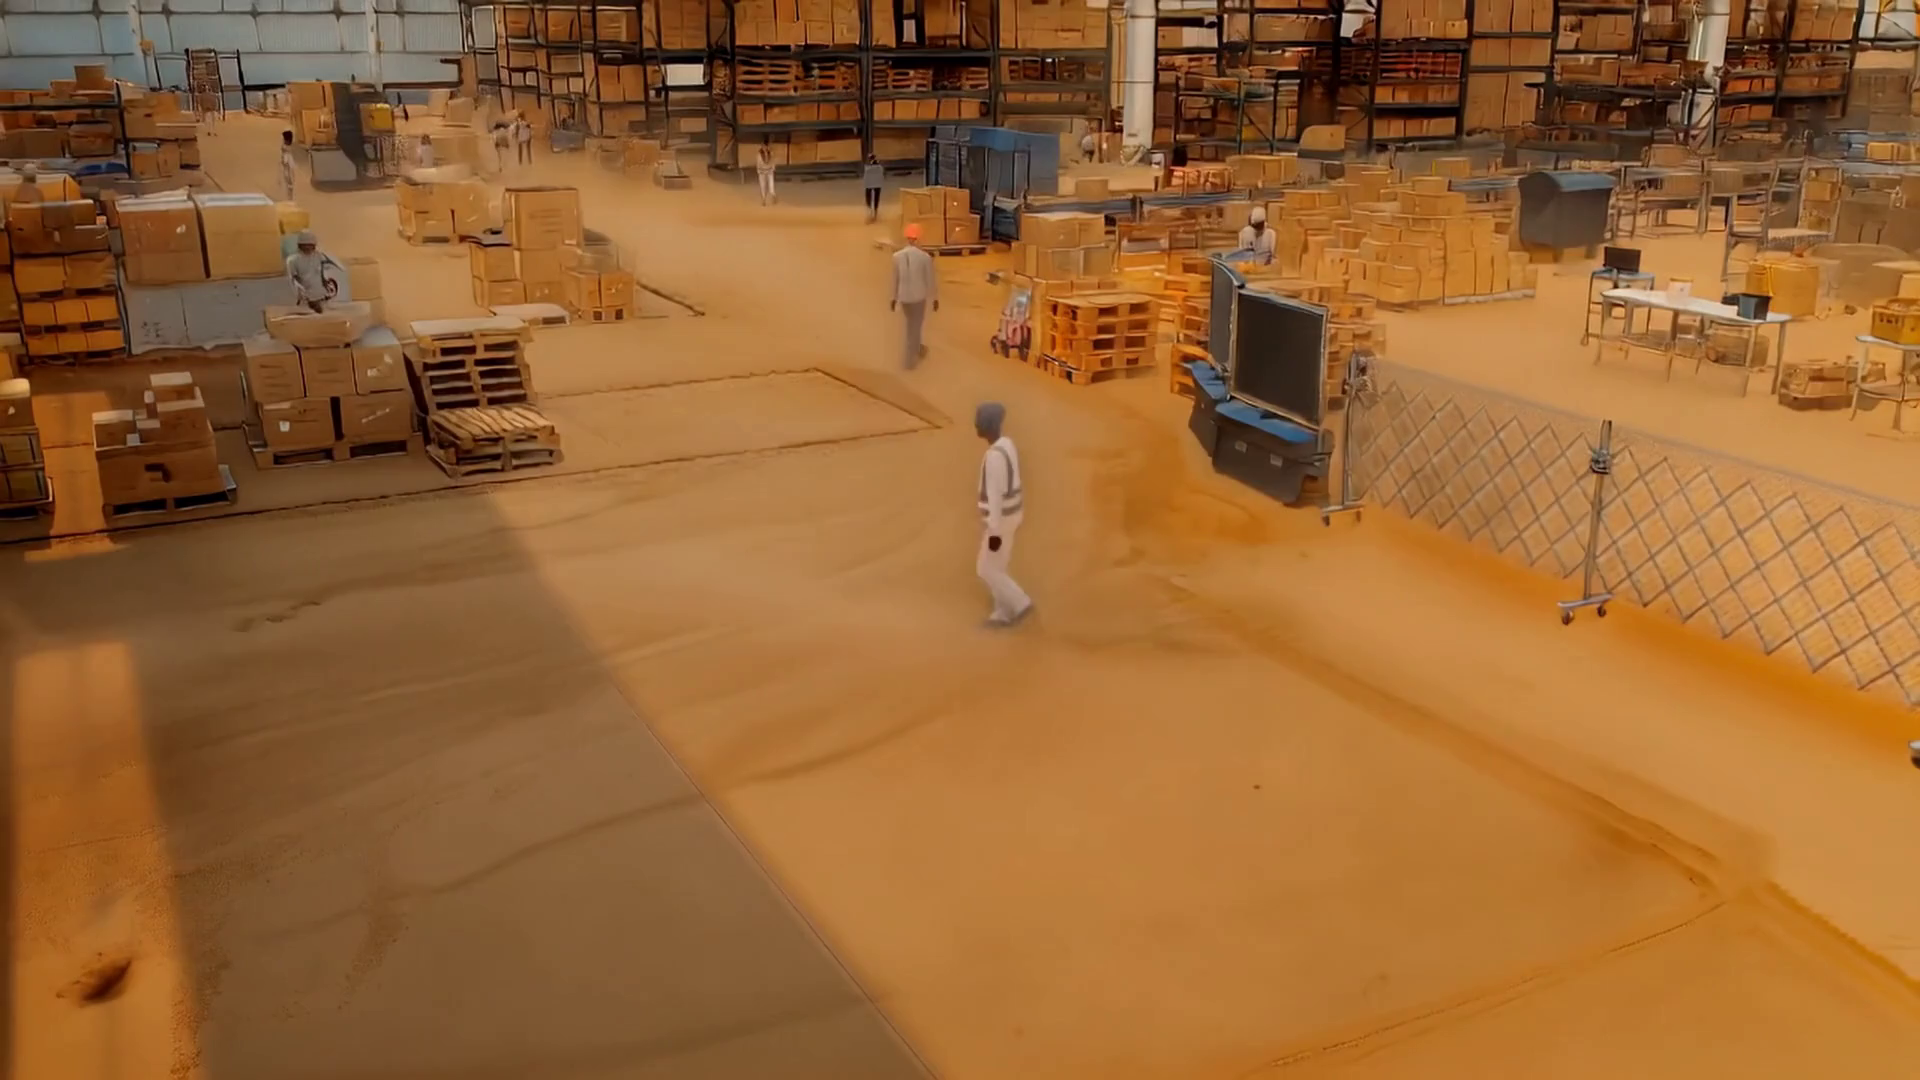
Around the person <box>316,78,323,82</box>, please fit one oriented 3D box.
[{"bbox_3d":[-26.388,-18.079,68.731,0.542,1.929,0.373,12,21,33],"label":"person"}]

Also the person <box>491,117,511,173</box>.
[{"bbox_3d":[-13.709,-11.816,49.735,0.530,1.604,0.831,-3,18,-10],"label":"person"}]

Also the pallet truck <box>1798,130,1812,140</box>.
[{"bbox_3d":[25.526,-11.556,49.408,1.630,1.274,0.653,-9,20,-26],"label":"pallet truck"}]

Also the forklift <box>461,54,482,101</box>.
[{"bbox_3d":[-20.931,-19.315,71.051,1.873,2.768,1.129,-9,20,-26],"label":"forklift"}]

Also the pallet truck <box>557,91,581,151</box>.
[{"bbox_3d":[-13.495,-14.412,57.188,0.823,1.965,1.885,-3,18,-9],"label":"pallet truck"}]

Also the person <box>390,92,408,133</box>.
[{"bbox_3d":[-19.655,-14.739,58.345,0.590,1.913,0.399,-2,18,-7],"label":"person"}]

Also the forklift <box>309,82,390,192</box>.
[{"bbox_3d":[-16.507,-10.847,44.652,1.873,2.768,1.129,-9,20,-26],"label":"forklift"}]

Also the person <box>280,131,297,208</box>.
[{"bbox_3d":[-15.908,-8.697,39.456,0.391,1.948,0.605,-6,19,-17],"label":"person"}]

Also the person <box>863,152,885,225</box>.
[{"bbox_3d":[-1.953,-7.936,37.599,0.514,1.608,0.667,3,18,8],"label":"person"}]

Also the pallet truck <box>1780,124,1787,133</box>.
[{"bbox_3d":[25.206,-12.542,52.601,1.601,1.201,0.680,0,18,-2],"label":"pallet truck"}]

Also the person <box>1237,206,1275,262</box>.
[{"bbox_3d":[4.583,-4.243,25.754,0.603,1.828,0.404,-1,18,-5],"label":"person"}]

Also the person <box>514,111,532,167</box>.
[{"bbox_3d":[-13.551,-12.434,51.546,0.527,1.668,0.811,0,18,0],"label":"person"}]

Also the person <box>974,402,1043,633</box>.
[{"bbox_3d":[0.345,-0.146,12.903,0.489,1.876,0.620,2,18,6],"label":"person"}]

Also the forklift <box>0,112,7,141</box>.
[{"bbox_3d":[-35.930,-15.857,60.270,1.873,2.768,1.129,2,18,6],"label":"forklift"}]

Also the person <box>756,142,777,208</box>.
[{"bbox_3d":[-4.731,-8.939,40.777,0.511,1.593,0.868,-7,19,-21],"label":"person"}]

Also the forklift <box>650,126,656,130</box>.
[{"bbox_3d":[-12.180,-18.011,66.984,1.129,2.768,1.873,-9,20,-26],"label":"forklift"}]

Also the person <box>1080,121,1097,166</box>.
[{"bbox_3d":[3.465,-10.080,43.886,1.024,1.877,0.553,-11,21,-30],"label":"person"}]

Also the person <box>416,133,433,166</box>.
[{"bbox_3d":[-13.084,-9.002,40.625,0.994,1.816,0.510,8,19,24],"label":"person"}]

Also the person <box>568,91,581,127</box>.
[{"bbox_3d":[-14.118,-15.481,60.797,0.516,1.828,0.630,-5,19,-16],"label":"person"}]

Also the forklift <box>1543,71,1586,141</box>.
[{"bbox_3d":[18.685,-13.231,52.085,1.873,2.768,1.129,-9,20,-26],"label":"forklift"}]

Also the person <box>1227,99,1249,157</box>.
[{"bbox_3d":[8.895,-13.083,53.008,0.618,2.029,0.611,-11,21,-31],"label":"person"}]

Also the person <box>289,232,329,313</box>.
[{"bbox_3d":[-9.175,-3.477,23.507,0.487,1.744,0.297,-13,22,-36],"label":"person"}]

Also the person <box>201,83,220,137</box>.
[{"bbox_3d":[-28.579,-16.394,63.406,0.632,1.975,0.759,-17,24,-42],"label":"person"}]

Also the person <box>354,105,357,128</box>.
[{"bbox_3d":[-20.498,-13.986,55.966,0.627,1.933,0.377,10,20,28],"label":"person"}]

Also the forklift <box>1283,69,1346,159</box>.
[{"bbox_3d":[11.615,-13.871,54.079,1.129,2.768,1.873,-9,20,-27],"label":"forklift"}]

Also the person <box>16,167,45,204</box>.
[{"bbox_3d":[-17.394,-6.048,31.297,0.569,1.879,1.010,-1,18,-2],"label":"person"}]

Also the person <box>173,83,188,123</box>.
[{"bbox_3d":[-30.583,-16.985,65.368,0.460,1.910,0.639,7,19,21],"label":"person"}]

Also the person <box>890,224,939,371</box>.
[{"bbox_3d":[-0.579,-3.333,22.735,0.652,1.938,1.019,9,20,25],"label":"person"}]
